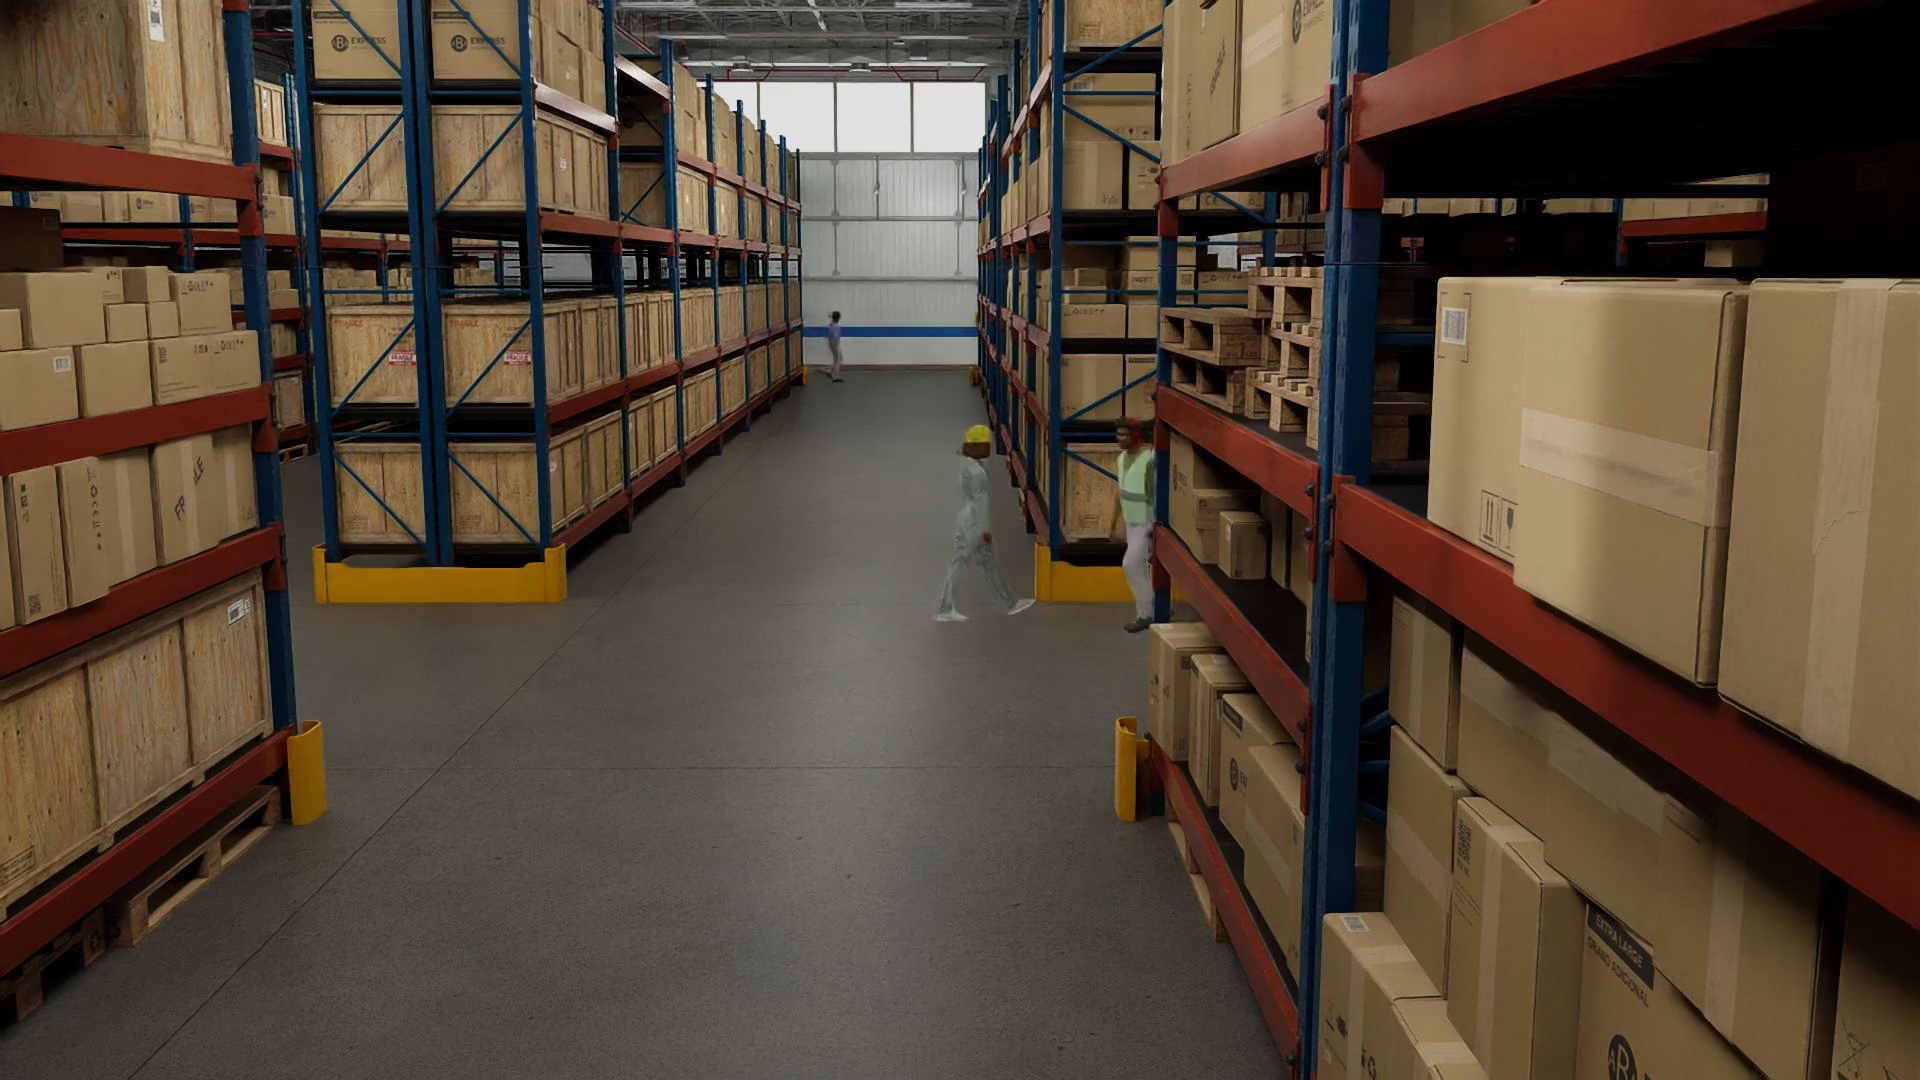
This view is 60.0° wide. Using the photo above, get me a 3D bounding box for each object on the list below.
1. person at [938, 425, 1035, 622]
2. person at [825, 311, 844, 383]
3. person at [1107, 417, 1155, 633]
[{"bbox_3d":[0.216,-0.137,14.273,0.888,1.697,0.508,0,9,-2],"label":"person"},{"bbox_3d":[-3.293,-5.143,44.320,0.450,1.920,0.647,-1,9,-3],"label":"person"},{"bbox_3d":[1.481,-0.117,13.823,0.521,1.815,0.638,-4,10,-22],"label":"person"}]
